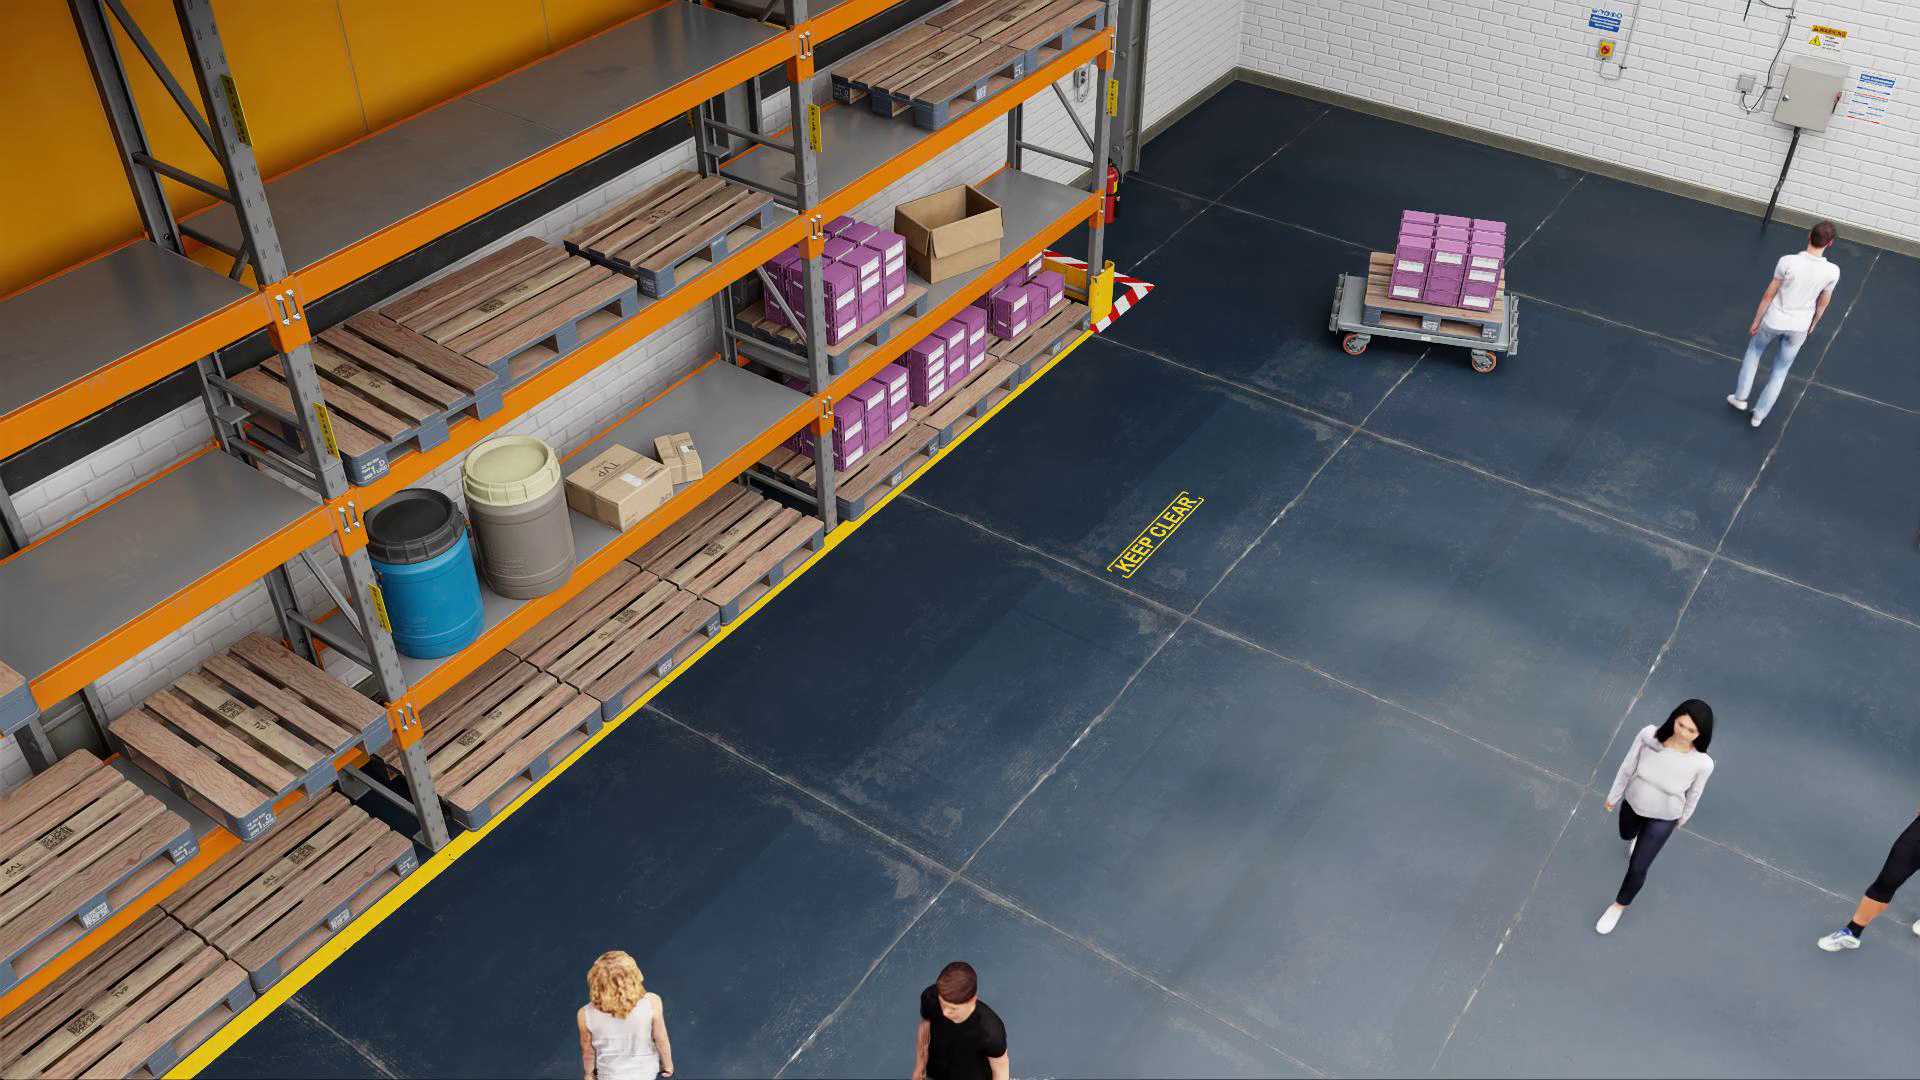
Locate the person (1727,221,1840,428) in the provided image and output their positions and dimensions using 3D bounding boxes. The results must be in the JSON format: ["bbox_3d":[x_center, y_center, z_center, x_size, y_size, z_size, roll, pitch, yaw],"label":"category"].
[{"bbox_3d":[6.847,-1.732,13.786,0.736,1.835,0.712,12,40,15],"label":"person"}]

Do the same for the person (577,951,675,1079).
[{"bbox_3d":[-1.676,2.710,8.375,1.011,1.648,1.015,-11,40,-13],"label":"person"}]

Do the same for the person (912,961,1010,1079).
[{"bbox_3d":[0.075,2.640,8.304,0.704,1.846,0.912,27,46,30],"label":"person"}]

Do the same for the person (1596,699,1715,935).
[{"bbox_3d":[4.117,1.529,9.833,0.721,1.674,1.098,31,48,33],"label":"person"}]
